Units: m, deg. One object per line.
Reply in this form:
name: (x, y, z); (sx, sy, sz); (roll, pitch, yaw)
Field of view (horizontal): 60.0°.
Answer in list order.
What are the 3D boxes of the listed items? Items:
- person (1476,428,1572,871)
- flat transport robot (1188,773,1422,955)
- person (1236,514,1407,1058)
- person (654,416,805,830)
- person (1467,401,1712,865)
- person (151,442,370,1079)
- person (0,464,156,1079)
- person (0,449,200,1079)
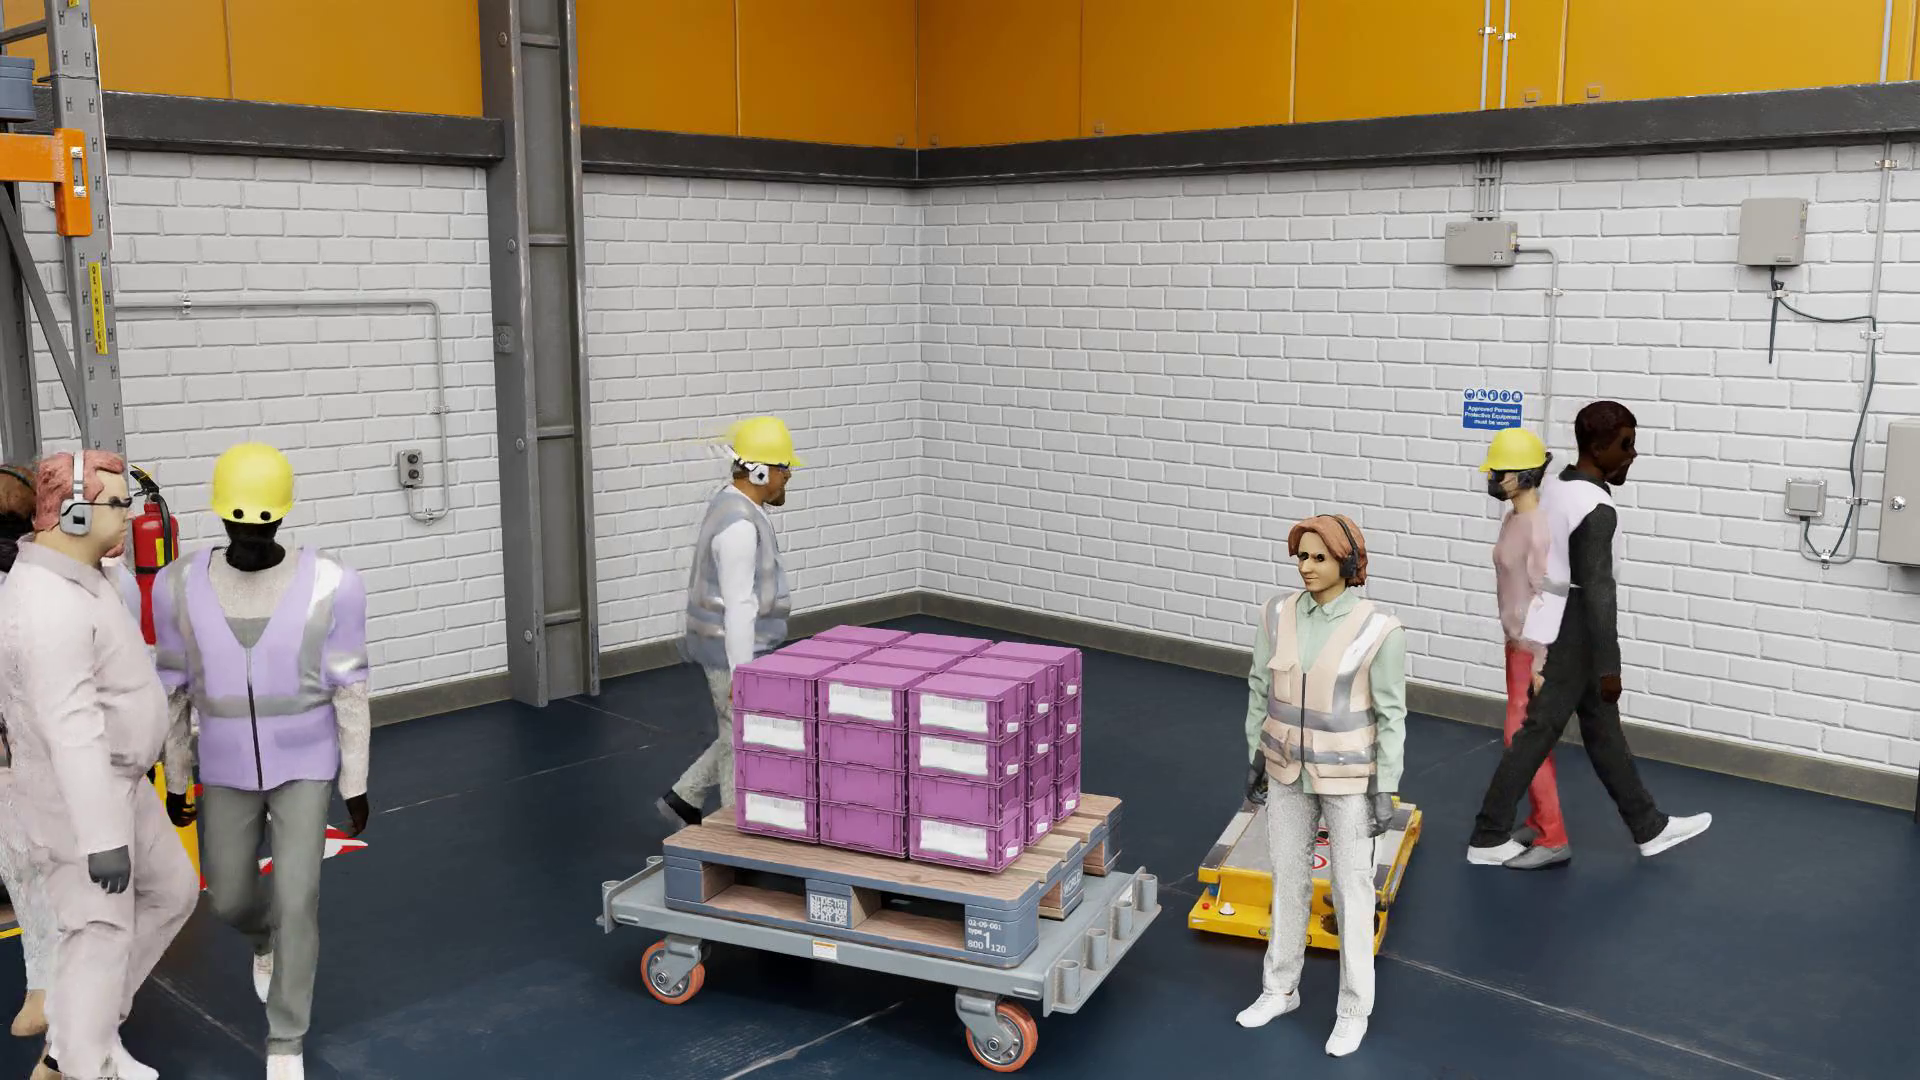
person: (2.240, 0.425, 6.629); (0.425, 1.740, 0.533); (1, 9, 4)
flat transport robot: (1.363, 1.198, 6.376); (0.652, 0.197, 1.431); (4, 10, 21)
person: (1.098, 0.731, 5.060); (0.522, 1.640, 0.306); (8, 12, 41)
person: (-0.873, 0.416, 6.501); (0.527, 1.807, 0.602); (-1, 9, -4)
person: (2.488, 0.390, 6.470); (1.000, 1.857, 0.606); (1, 9, 5)
person: (-2.010, 0.633, 4.887); (0.603, 1.897, 0.720); (-2, 9, -9)
person: (-2.775, 0.677, 4.907); (0.671, 1.796, 0.843); (-1, 9, -8)
person: (-2.326, 0.693, 4.519); (0.444, 1.889, 0.675); (-4, 10, -22)
